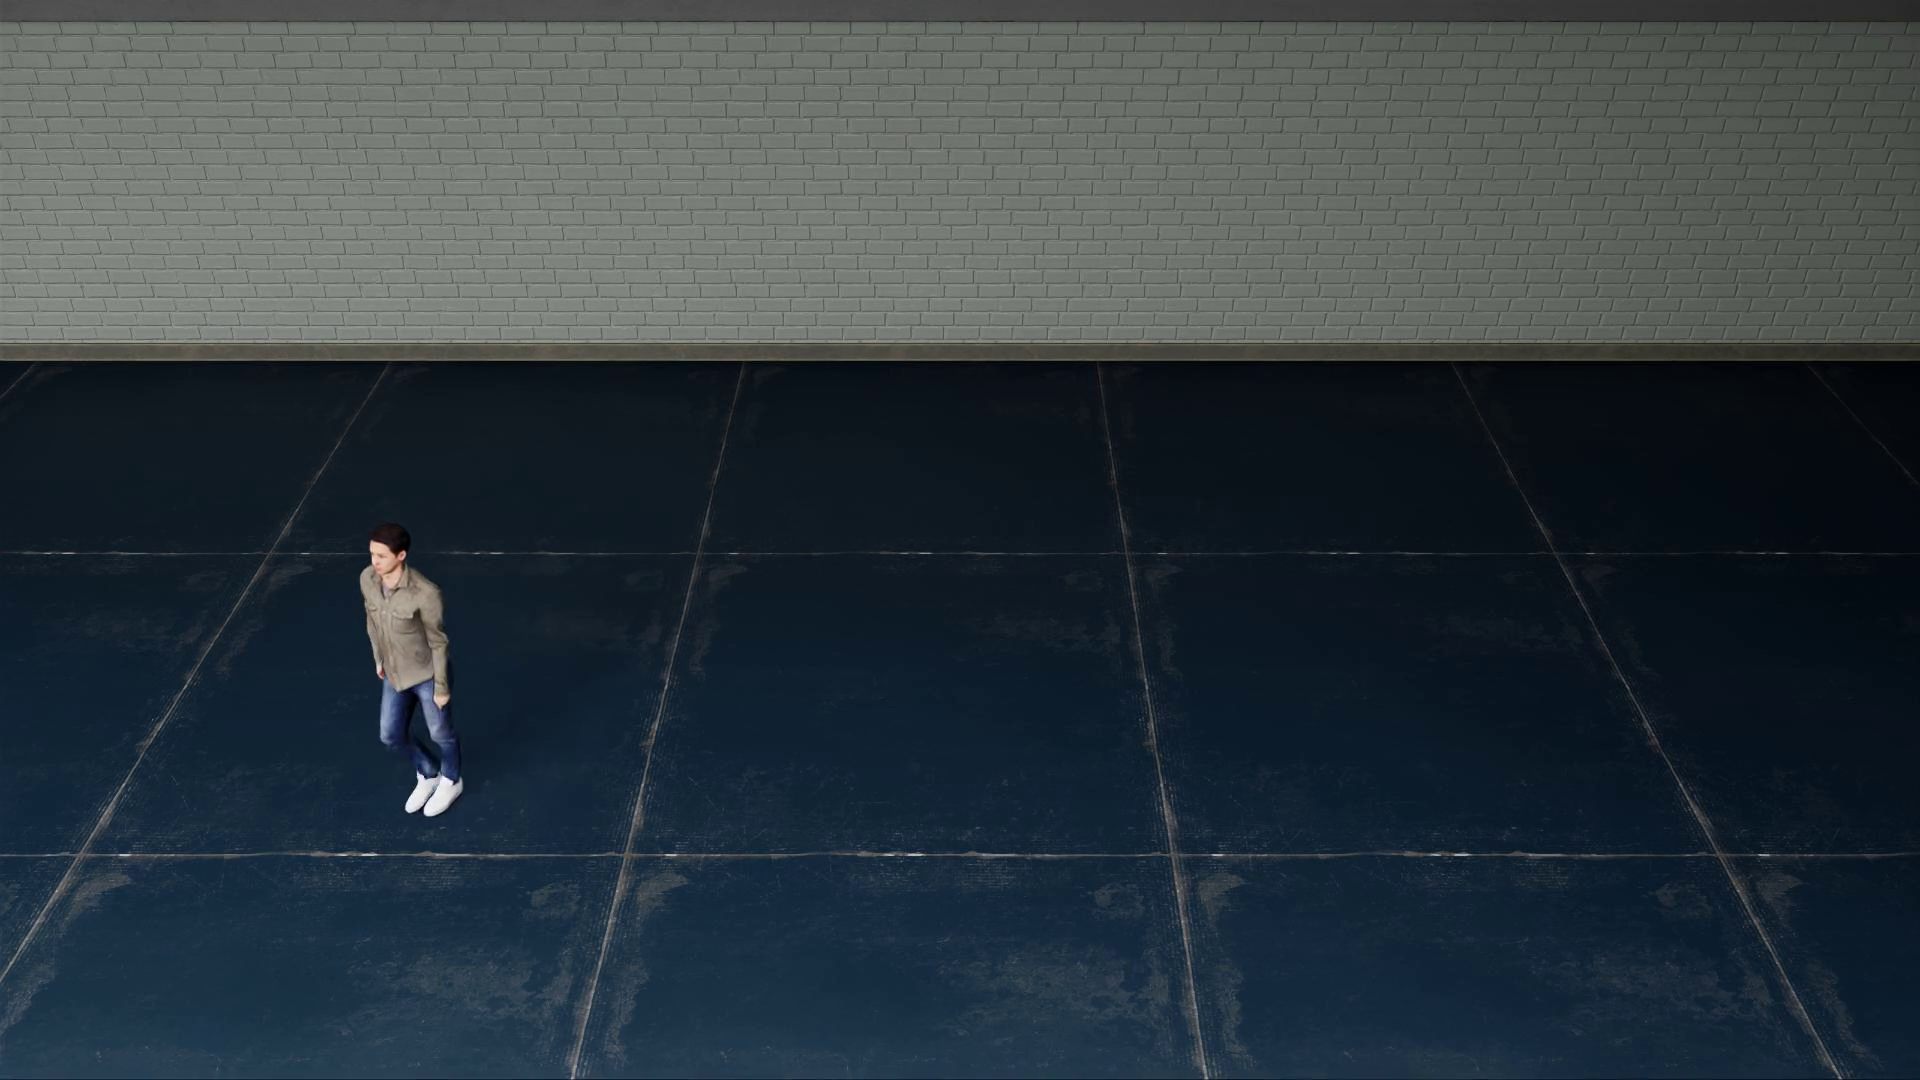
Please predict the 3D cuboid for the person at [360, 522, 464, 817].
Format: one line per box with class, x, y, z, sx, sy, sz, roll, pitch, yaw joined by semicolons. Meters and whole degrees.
person;-2.901;0.662;9.053;0.816;1.859;0.790;14;35;20
